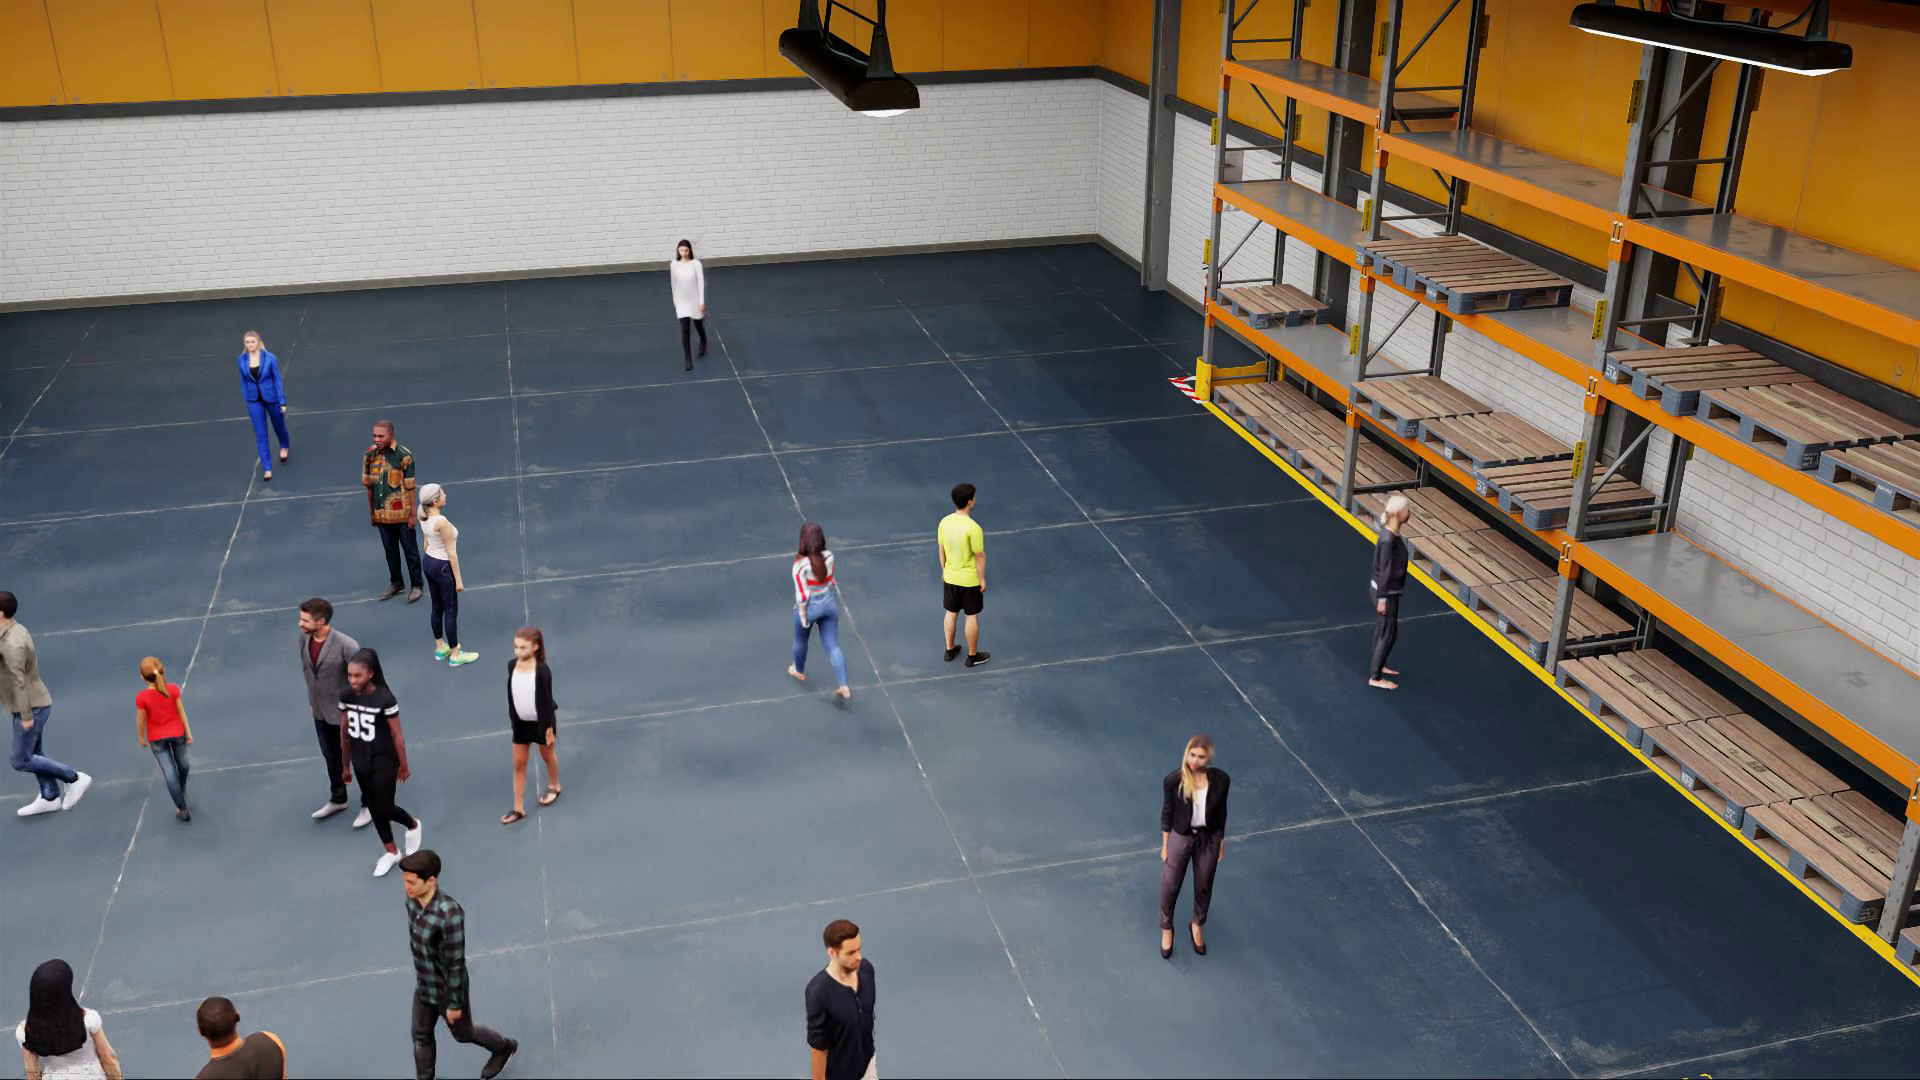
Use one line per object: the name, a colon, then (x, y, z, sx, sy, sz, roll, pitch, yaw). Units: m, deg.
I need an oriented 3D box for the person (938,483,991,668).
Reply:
person: (0.025, 0.304, 14.764, 0.679, 1.709, 0.756, 15, 28, 31)

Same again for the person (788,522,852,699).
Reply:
person: (-1.167, 0.629, 14.186, 0.822, 1.576, 1.157, -15, 28, -30)

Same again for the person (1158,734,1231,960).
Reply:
person: (1.525, 2.001, 10.930, 0.630, 1.670, 0.587, -2, 24, -4)

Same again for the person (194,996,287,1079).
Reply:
person: (-3.482, 3.053, 8.227, 0.843, 1.908, 0.782, 13, 27, 27)

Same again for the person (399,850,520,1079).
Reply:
person: (-2.928, 2.491, 9.574, 1.067, 1.707, 1.059, 17, 29, 34)

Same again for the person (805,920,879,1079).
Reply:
person: (-0.686, 2.797, 8.898, 1.129, 1.839, 0.949, 22, 32, 40)

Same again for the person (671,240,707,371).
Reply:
person: (-3.686, -3.262, 22.853, 0.851, 1.764, 1.254, 0, 24, 1)

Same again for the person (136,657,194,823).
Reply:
person: (-5.953, 1.516, 12.521, 0.706, 1.283, 0.929, -17, 29, -33)

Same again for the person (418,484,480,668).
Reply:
person: (-4.618, 0.296, 14.790, 0.642, 1.702, 0.739, 19, 30, 37)

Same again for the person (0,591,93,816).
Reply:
person: (-6.908, 1.228, 12.473, 0.877, 1.851, 0.811, -13, 27, -28)

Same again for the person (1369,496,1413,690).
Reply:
person: (3.667, 0.419, 14.486, 0.816, 1.721, 0.696, 7, 25, 16)

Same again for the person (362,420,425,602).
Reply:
person: (-5.442, -0.297, 16.014, 0.806, 1.808, 0.816, 4, 24, 10)

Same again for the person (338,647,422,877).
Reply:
person: (-4.131, 1.553, 11.893, 0.778, 1.720, 0.844, 7, 25, 15)

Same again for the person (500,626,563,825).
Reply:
person: (-3.195, 1.330, 12.633, 0.843, 1.535, 1.003, 6, 24, 14)

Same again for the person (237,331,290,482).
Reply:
person: (-7.976, -1.595, 19.166, 0.665, 1.662, 1.129, -5, 24, -11)

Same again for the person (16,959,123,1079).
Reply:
person: (-4.529, 2.996, 8.570, 0.603, 1.737, 1.027, -6, 24, -14)

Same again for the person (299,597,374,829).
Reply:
person: (-4.645, 1.255, 12.387, 0.782, 1.871, 0.812, 9, 25, 20)
